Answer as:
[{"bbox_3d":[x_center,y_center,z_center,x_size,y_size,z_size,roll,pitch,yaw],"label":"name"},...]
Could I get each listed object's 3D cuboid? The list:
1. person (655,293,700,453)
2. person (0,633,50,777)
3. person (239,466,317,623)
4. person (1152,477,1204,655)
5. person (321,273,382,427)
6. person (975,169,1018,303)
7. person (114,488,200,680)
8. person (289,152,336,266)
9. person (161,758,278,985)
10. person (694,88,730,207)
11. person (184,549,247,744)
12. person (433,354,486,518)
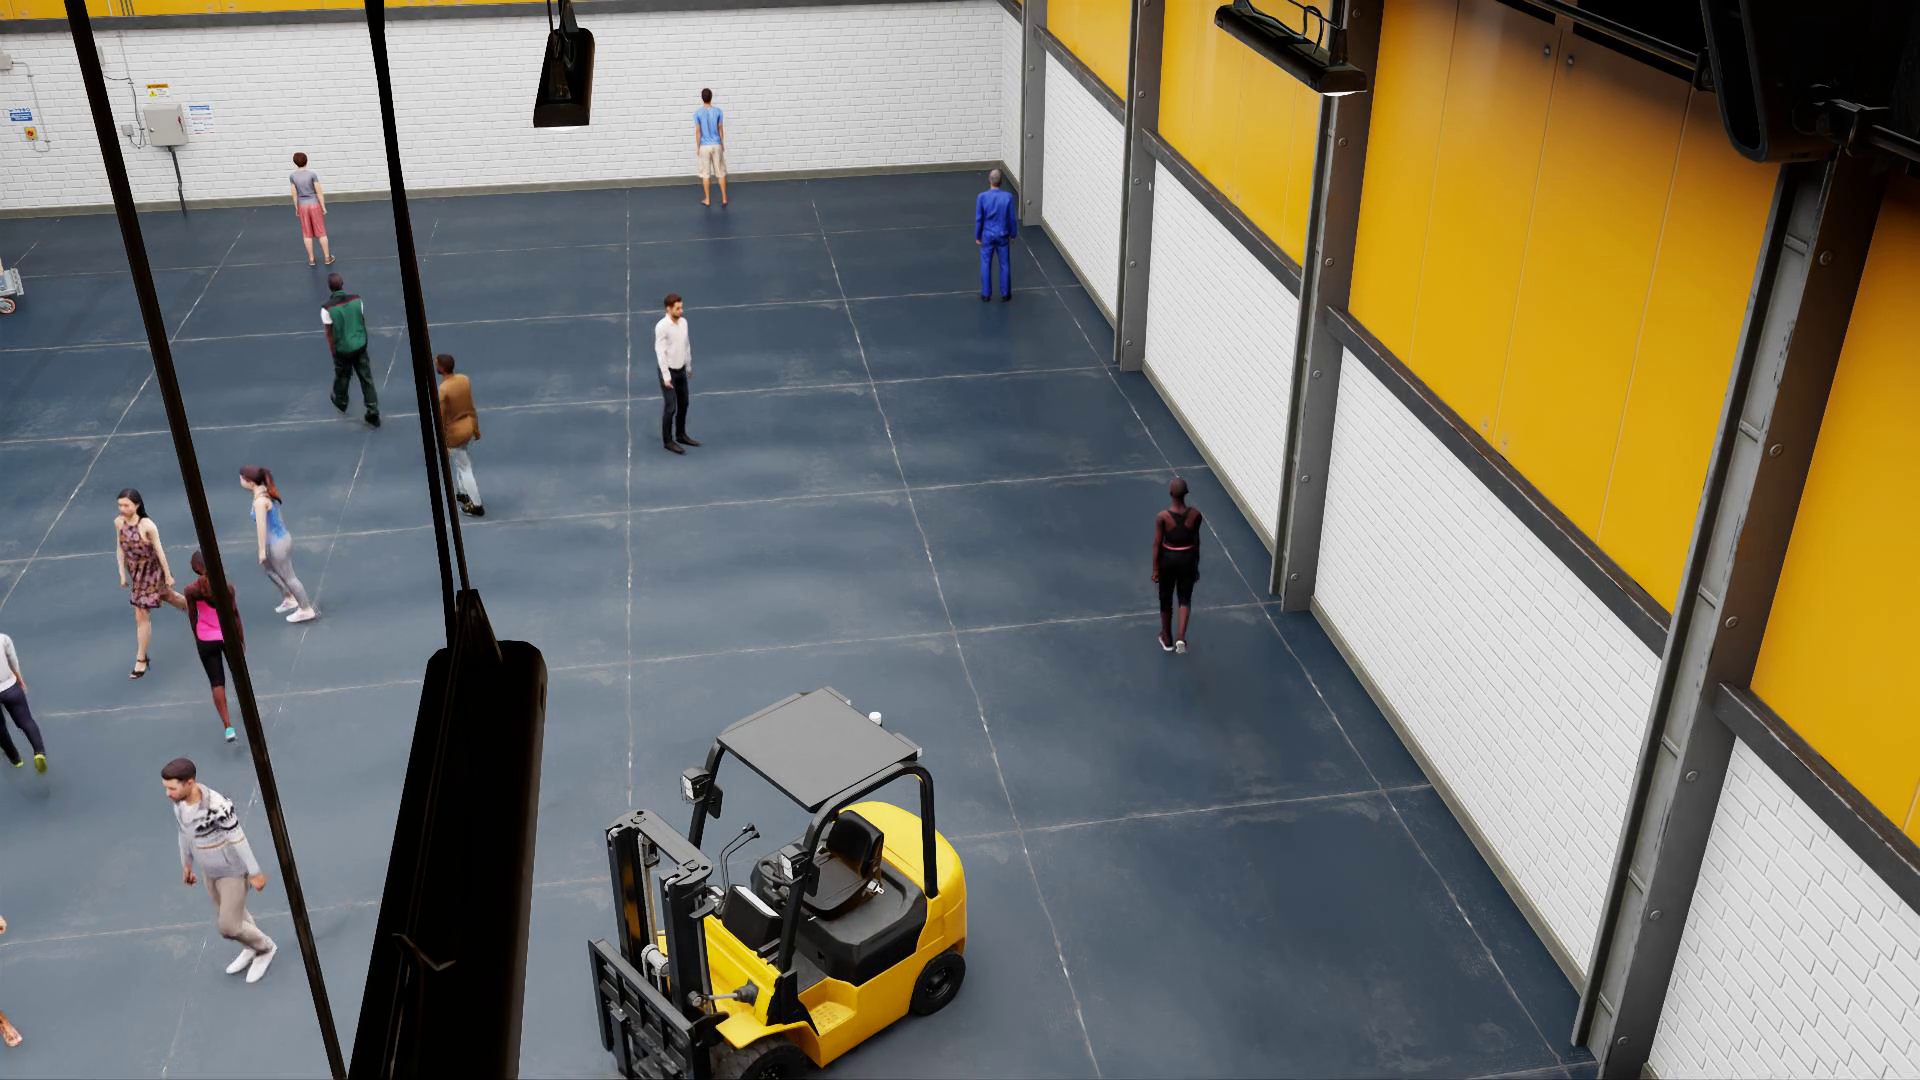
[{"bbox_3d":[-3.246,-1.884,18.688,0.815,1.859,0.730,15,32,26],"label":"person"},{"bbox_3d":[-7.663,1.246,13.289,0.865,1.535,1.008,-24,37,-37],"label":"person"},{"bbox_3d":[-6.296,0.028,15.471,0.676,1.584,0.573,-7,29,-13],"label":"person"},{"bbox_3d":[1.944,0.288,14.825,0.673,1.746,0.878,0,29,-1],"label":"person"},{"bbox_3d":[-7.021,-2.168,19.282,1.082,1.790,1.254,-23,36,-36],"label":"person"},{"bbox_3d":[0.487,-4.200,22.969,0.765,1.826,0.605,-1,29,-1],"label":"person"},{"bbox_3d":[-7.167,0.304,14.815,0.982,1.726,1.239,10,30,17],"label":"person"},{"bbox_3d":[-9.522,-4.850,24.343,0.575,1.651,0.521,-6,29,-10],"label":"person"},{"bbox_3d":[-4.931,2.168,11.290,0.853,1.830,0.887,16,32,26],"label":"person"},{"bbox_3d":[-4.030,-6.360,26.890,0.672,1.863,0.588,-9,30,-16],"label":"person"},{"bbox_3d":[-6.147,0.884,13.781,0.738,1.699,1.138,-12,31,-21],"label":"person"},{"bbox_3d":[-5.130,-1.067,17.254,0.933,1.799,0.882,13,31,23],"label":"person"}]
